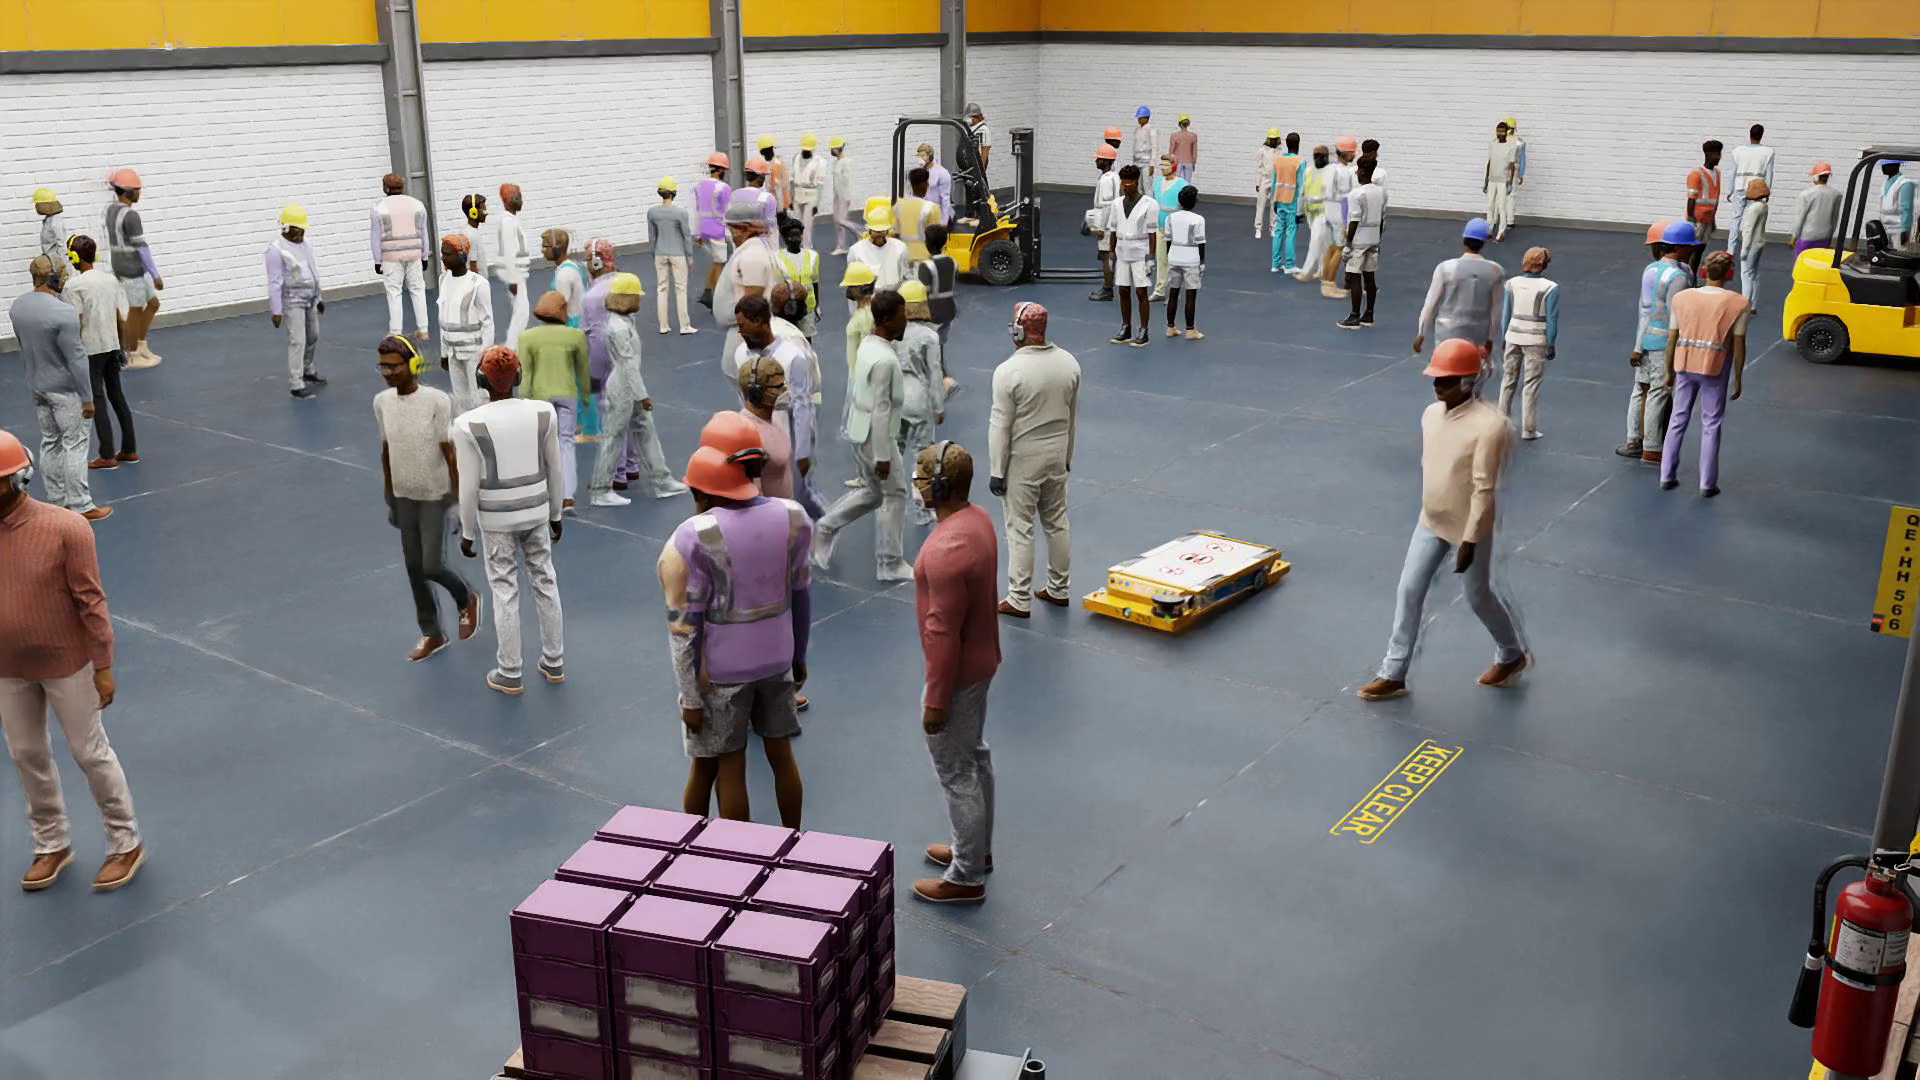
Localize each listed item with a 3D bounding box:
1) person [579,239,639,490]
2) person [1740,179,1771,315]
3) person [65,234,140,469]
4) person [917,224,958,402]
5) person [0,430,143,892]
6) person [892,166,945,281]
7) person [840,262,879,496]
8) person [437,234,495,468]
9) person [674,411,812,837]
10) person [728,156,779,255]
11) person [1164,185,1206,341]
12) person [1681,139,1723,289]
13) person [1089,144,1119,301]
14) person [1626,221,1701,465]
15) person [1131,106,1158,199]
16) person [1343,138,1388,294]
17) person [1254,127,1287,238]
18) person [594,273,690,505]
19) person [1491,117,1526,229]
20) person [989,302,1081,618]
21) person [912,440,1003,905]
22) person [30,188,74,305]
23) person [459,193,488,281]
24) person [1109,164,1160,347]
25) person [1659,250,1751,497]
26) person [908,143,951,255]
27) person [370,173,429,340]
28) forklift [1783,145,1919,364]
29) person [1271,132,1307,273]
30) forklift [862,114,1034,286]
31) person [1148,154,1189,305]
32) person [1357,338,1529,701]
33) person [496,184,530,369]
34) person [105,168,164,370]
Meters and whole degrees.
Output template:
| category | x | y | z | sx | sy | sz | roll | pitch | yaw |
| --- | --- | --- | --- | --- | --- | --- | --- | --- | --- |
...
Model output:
| category | x | y | z | sx | sy | sz | roll | pitch | yaw |
| --- | --- | --- | --- | --- | --- | --- | --- | --- | --- |
| person | -2.678 | -1.331 | 12.643 | 0.410 | 1.905 | 0.641 | 3 | 18 | 11 |
| person | 9.395 | -3.459 | 19.748 | 0.272 | 1.627 | 0.502 | 15 | 23 | 39 |
| person | -6.850 | -1.488 | 13.217 | 0.333 | 1.856 | 0.526 | 5 | 18 | 15 |
| person | -0.204 | -2.059 | 15.280 | 0.519 | 1.679 | 0.537 | 14 | 23 | 37 |
| person | -3.773 | 0.500 | 6.795 | 0.625 | 1.980 | 0.410 | 1 | 18 | 2 |
| person | -0.461 | -3.084 | 18.104 | 0.619 | 1.930 | 0.991 | 15 | 23 | 39 |
| person | -0.727 | -1.197 | 12.445 | 0.313 | 1.768 | 0.522 | -3 | 18 | -8 |
| person | -3.885 | -1.459 | 13.074 | 0.573 | 1.883 | 0.354 | 13 | 22 | 34 |
| person | -0.884 | 0.478 | 6.786 | 0.603 | 2.035 | 0.412 | -14 | 22 | -36 |
| person | -2.212 | -3.147 | 18.122 | 0.611 | 2.032 | 0.410 | 10 | 20 | 28 |
| person | 2.490 | -3.056 | 18.373 | 0.535 | 1.697 | 0.318 | 16 | 23 | 40 |
| person | 9.482 | -4.121 | 21.268 | 0.612 | 1.963 | 0.361 | -13 | 22 | -35 |
| person | 1.811 | -3.974 | 20.846 | 0.346 | 1.942 | 0.550 | 4 | 18 | 12 |
| person | 5.635 | -1.579 | 13.345 | 0.391 | 1.948 | 0.605 | -1 | 18 | -3 |
| person | 3.162 | -6.502 | 28.745 | 0.397 | 1.944 | 0.616 | -11 | 21 | -30 |
| person | 5.189 | -4.153 | 21.368 | 0.612 | 1.962 | 0.363 | 12 | 22 | 34 |
| person | 4.963 | -5.699 | 26.563 | 0.493 | 1.743 | 0.310 | -2 | 18 | -5 |
| person | -2.375 | -1.096 | 12.221 | 0.754 | 1.712 | 0.499 | -1 | 18 | -4 |
| person | 9.078 | -6.089 | 27.636 | 0.589 | 1.834 | 0.404 | 7 | 19 | 22 |
| person | 0.420 | -0.482 | 10.005 | 0.641 | 1.899 | 0.394 | -14 | 22 | -37 |
| person | -0.016 | 0.541 | 6.749 | 0.365 | 1.932 | 0.636 | 4 | 18 | 11 |
| person | -9.616 | -2.870 | 17.715 | 0.298 | 1.742 | 0.493 | -13 | 22 | -35 |
| person | -4.654 | -2.400 | 16.063 | 0.322 | 1.862 | 0.512 | -5 | 18 | -16 |
| person | 1.865 | -3.085 | 18.059 | 0.616 | 1.951 | 0.388 | 14 | 23 | 38 |
| person | 5.563 | -1.239 | 12.471 | 0.562 | 1.835 | 0.385 | 16 | 23 | 40 |
| person | -0.391 | -4.071 | 21.181 | 0.631 | 1.930 | 0.373 | 13 | 22 | 34 |
| person | -6.143 | -3.097 | 18.278 | 0.633 | 1.836 | 0.429 | -14 | 22 | -36 |
| forklift | 9.803 | -2.879 | 17.013 | 2.313 | 2.155 | 1.214 | 12 | 21 | 33 |
| person | 4.554 | -4.665 | 23.041 | 0.382 | 1.921 | 0.596 | -12 | 21 | -33 |
| forklift | -0.171 | -4.594 | 22.377 | 2.313 | 2.155 | 1.214 | 1 | 18 | 3 |
| person | 2.594 | -3.842 | 20.587 | 0.392 | 1.847 | 0.563 | -13 | 22 | -36 |
| person | 2.645 | -0.102 | 8.731 | 0.987 | 1.957 | 0.612 | -9 | 20 | -26 |
| person | -4.562 | -2.685 | 16.979 | 0.362 | 1.839 | 0.698 | -4 | 18 | -12 |
| person | -8.316 | -2.724 | 16.804 | 0.531 | 2.017 | 0.615 | -15 | 23 | -38 |
